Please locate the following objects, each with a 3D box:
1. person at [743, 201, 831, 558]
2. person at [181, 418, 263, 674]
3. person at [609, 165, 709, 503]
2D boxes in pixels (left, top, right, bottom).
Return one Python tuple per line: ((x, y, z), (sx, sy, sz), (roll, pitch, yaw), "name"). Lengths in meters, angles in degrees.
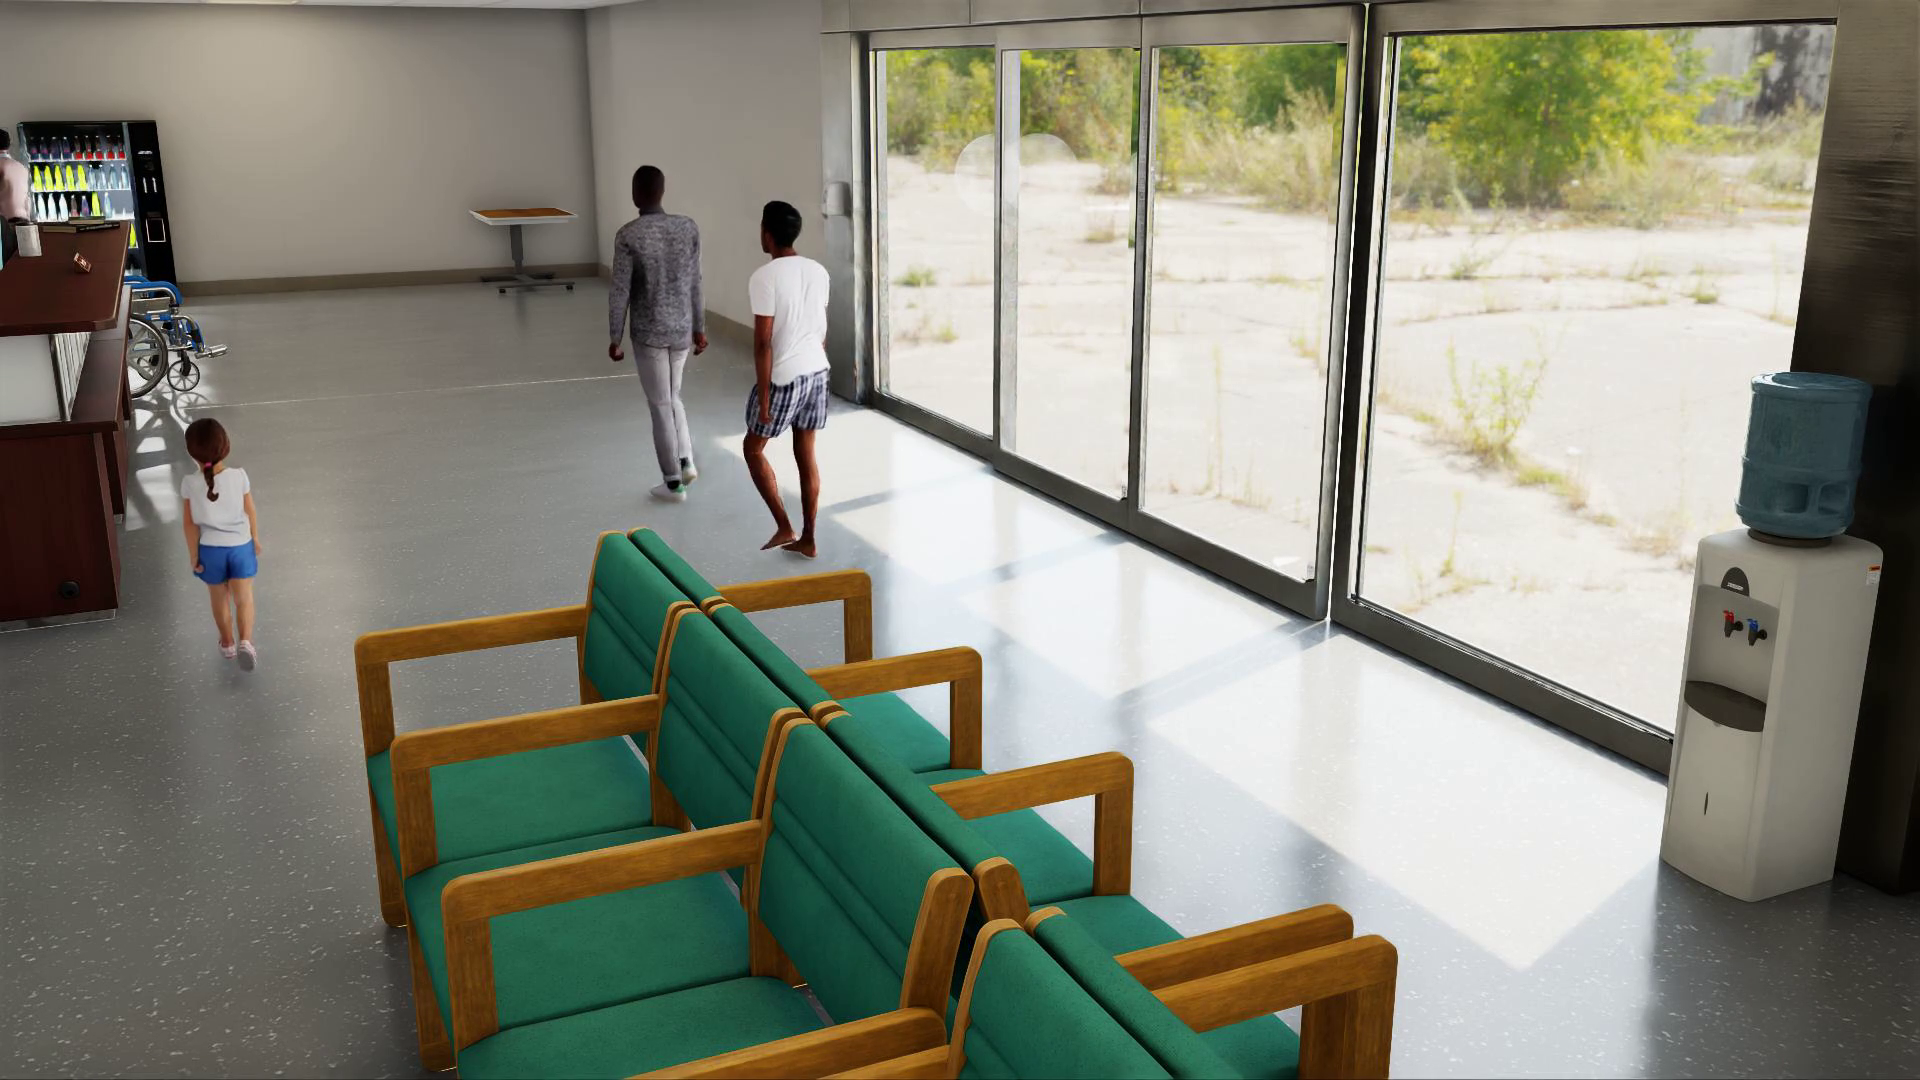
((-0.758, -0.735, 7.979), (0.649, 1.712, 0.785), (-14, 21, -41), "person")
((-2.899, 0.031, 6.564), (0.638, 1.007, 0.494), (-7, 17, -22), "person")
((-1.577, -1.101, 9.064), (0.694, 1.828, 0.854), (-15, 21, -42), "person")
